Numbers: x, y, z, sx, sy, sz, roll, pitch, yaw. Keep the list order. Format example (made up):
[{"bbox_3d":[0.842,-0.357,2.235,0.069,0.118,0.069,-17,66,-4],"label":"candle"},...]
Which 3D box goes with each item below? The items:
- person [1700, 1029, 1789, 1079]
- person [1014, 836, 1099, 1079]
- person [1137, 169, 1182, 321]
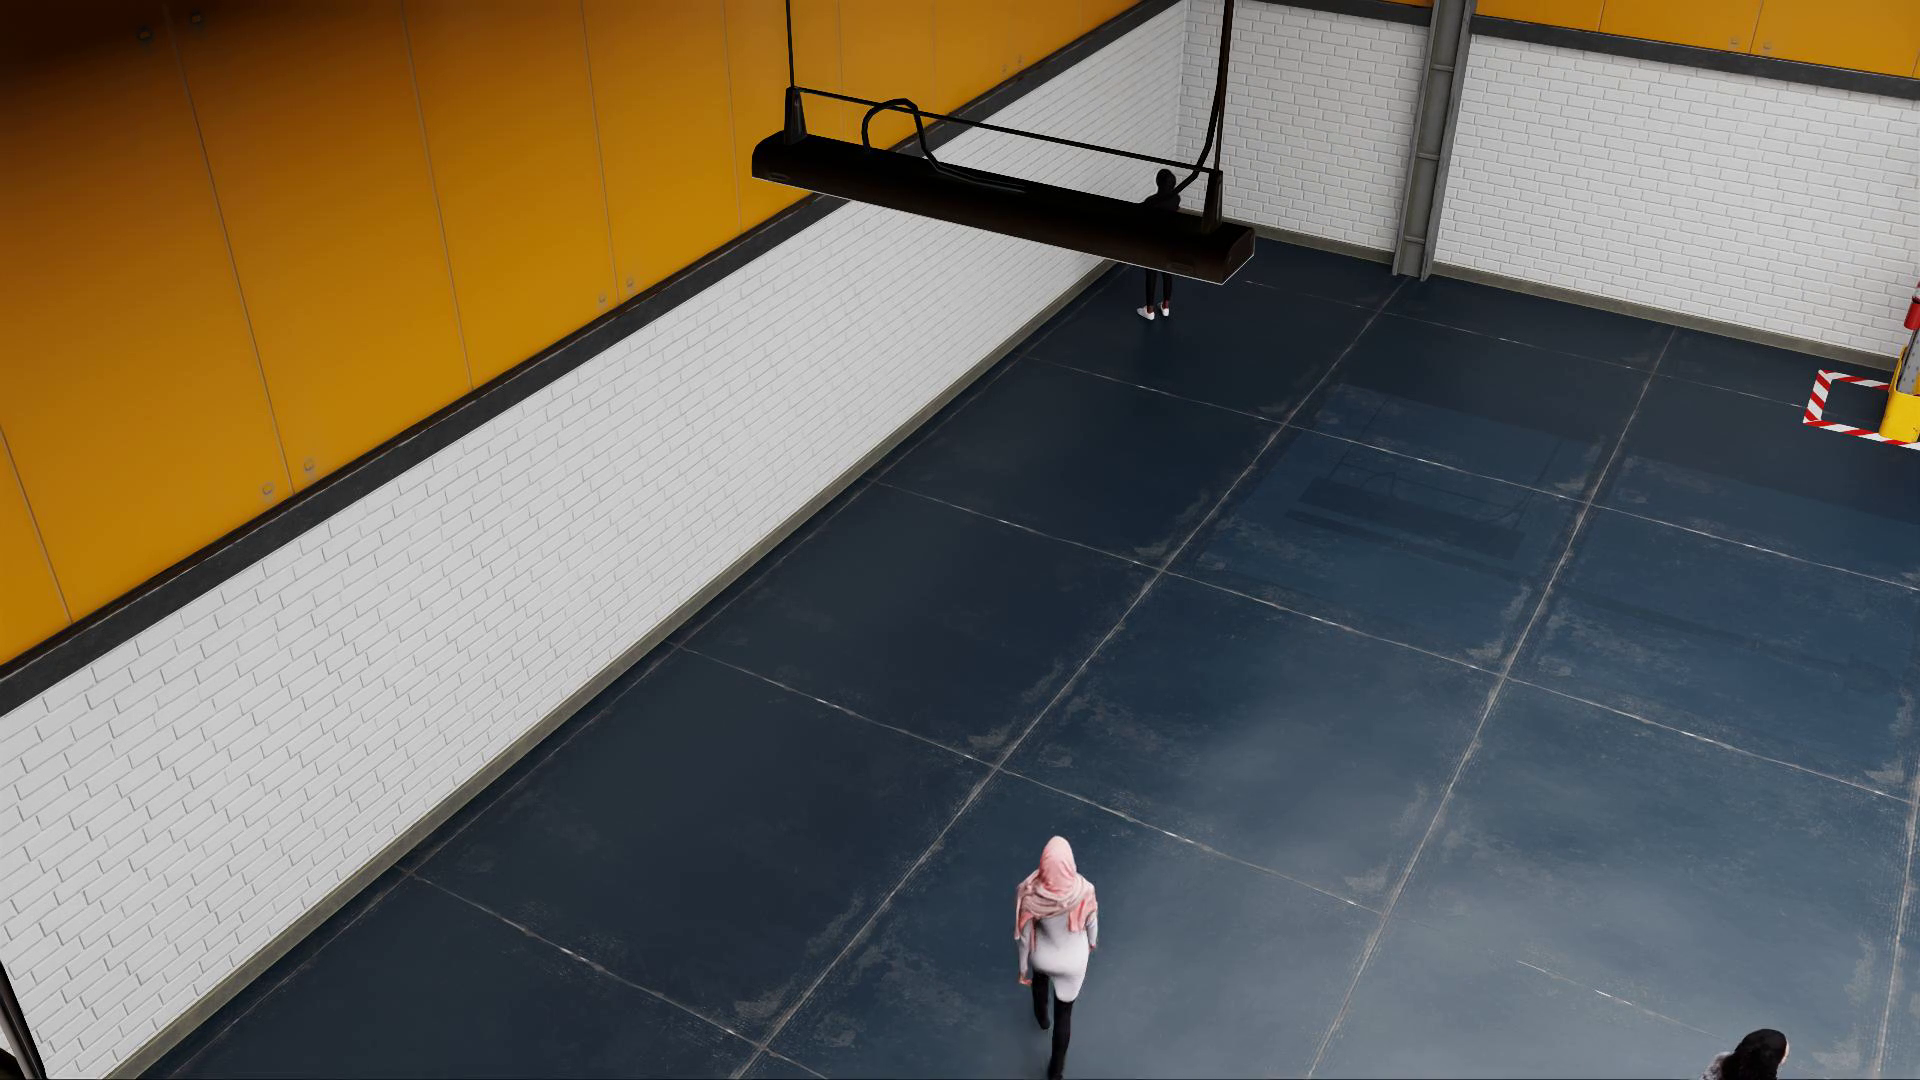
[{"bbox_3d":[3.905,3.198,8.670,1.063,1.701,1.024,-10,35,-15],"label":"person"},{"bbox_3d":[0.560,2.505,9.646,1.005,1.775,0.954,4,34,5],"label":"person"},{"bbox_3d":[2.209,-3.284,18.396,0.714,1.729,0.750,-14,36,-20],"label":"person"}]
